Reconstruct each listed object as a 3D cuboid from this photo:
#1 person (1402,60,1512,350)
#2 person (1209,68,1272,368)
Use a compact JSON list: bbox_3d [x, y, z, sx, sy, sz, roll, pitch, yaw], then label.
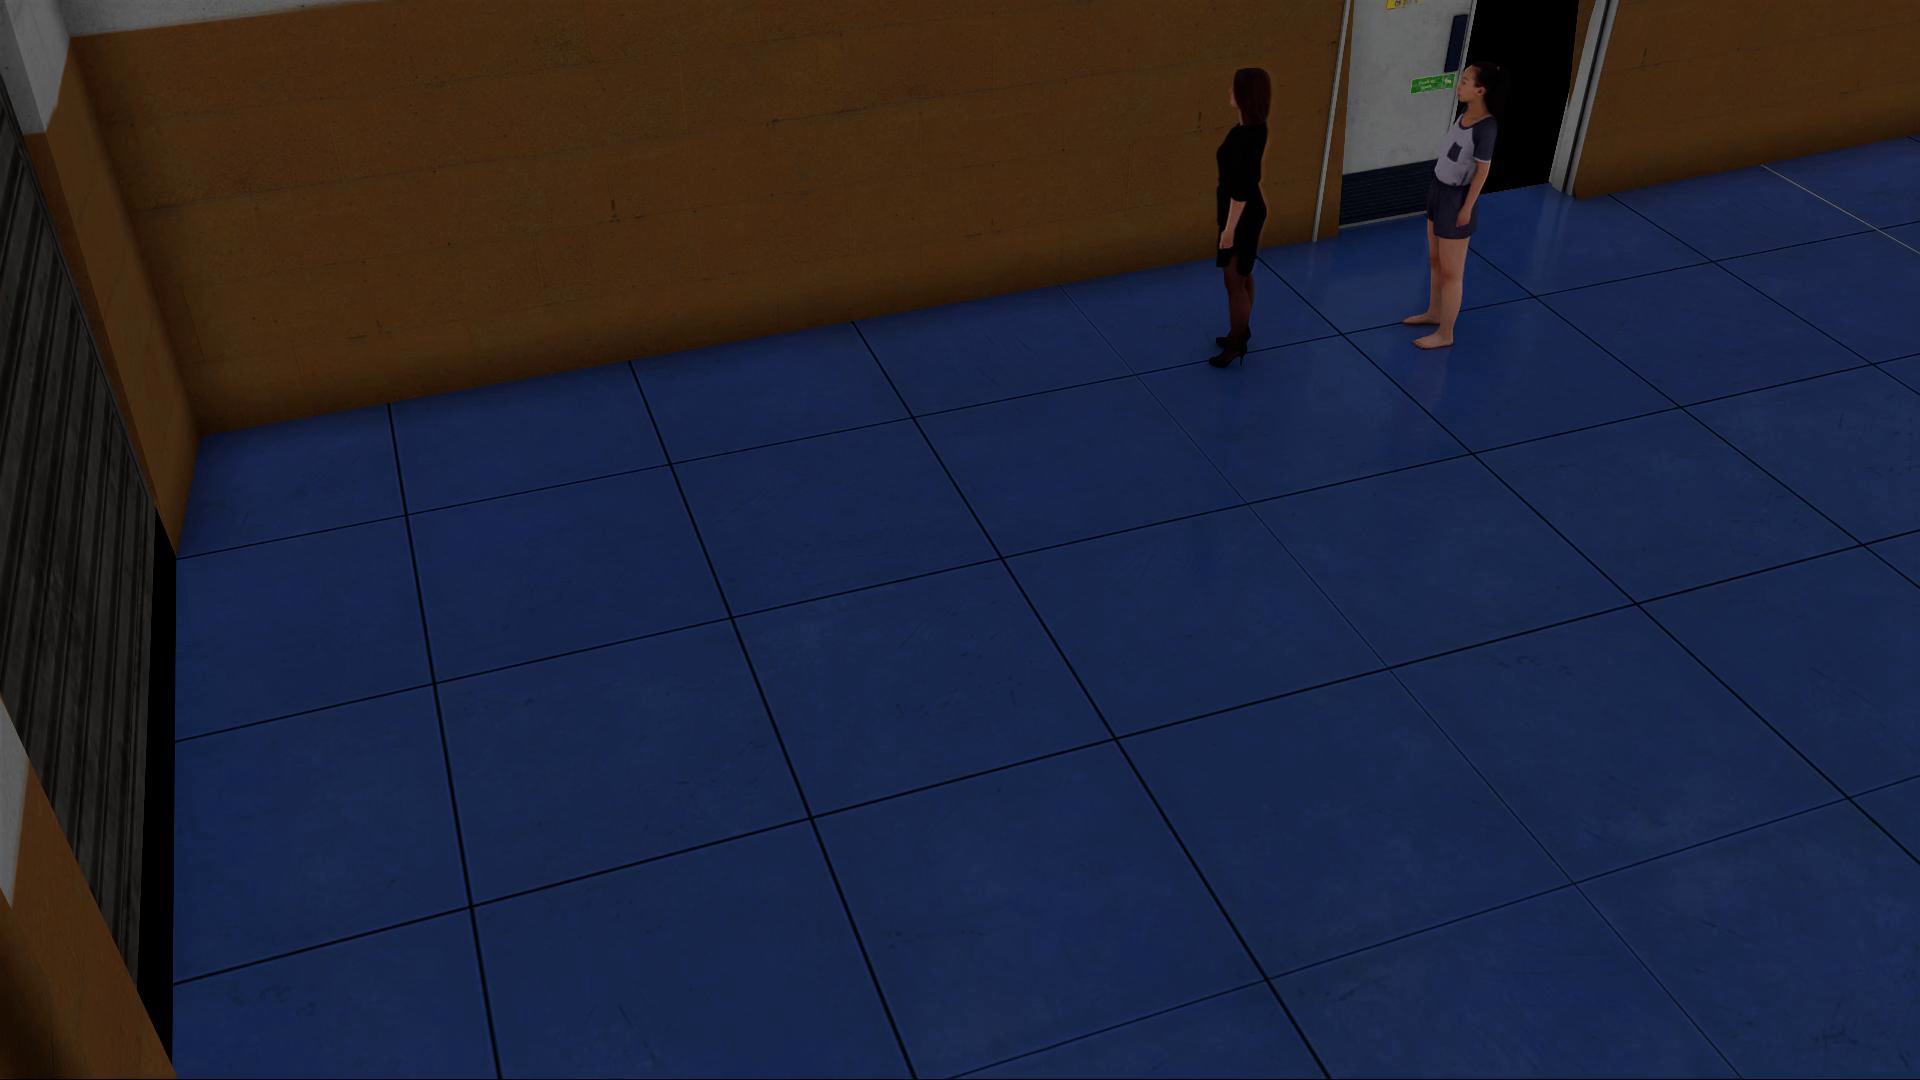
[{"bbox_3d":[2.768,-1.863,9.257,0.715,1.650,0.560,-1,37,-2],"label":"person"},{"bbox_3d":[1.525,-1.732,9.023,0.719,1.704,0.635,12,38,15],"label":"person"}]
